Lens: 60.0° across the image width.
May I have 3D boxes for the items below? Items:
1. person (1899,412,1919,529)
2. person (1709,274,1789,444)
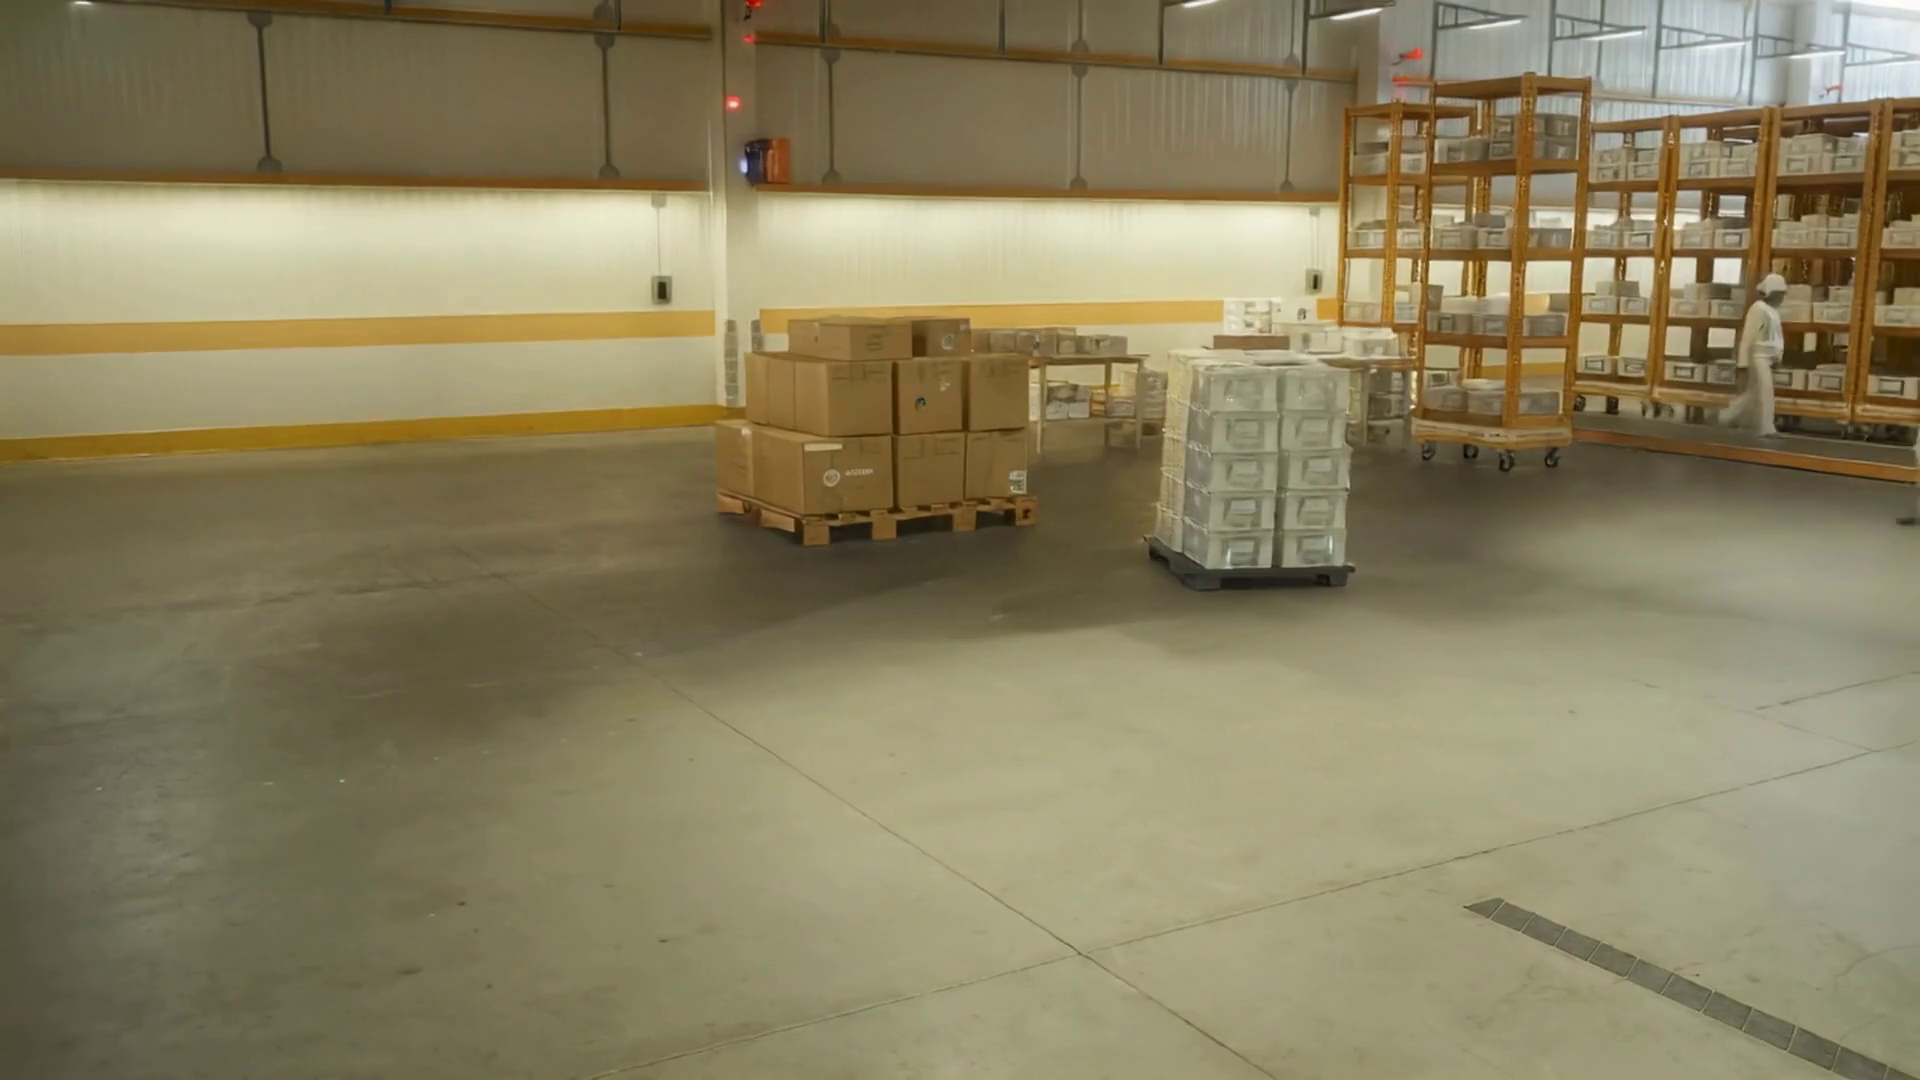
[{"bbox_3d":[7.175,-1.024,12.161,0.661,1.921,0.631,4,11,21],"label":"person"},{"bbox_3d":[8.453,-1.937,17.725,0.803,1.799,0.594,9,13,42],"label":"person"}]
